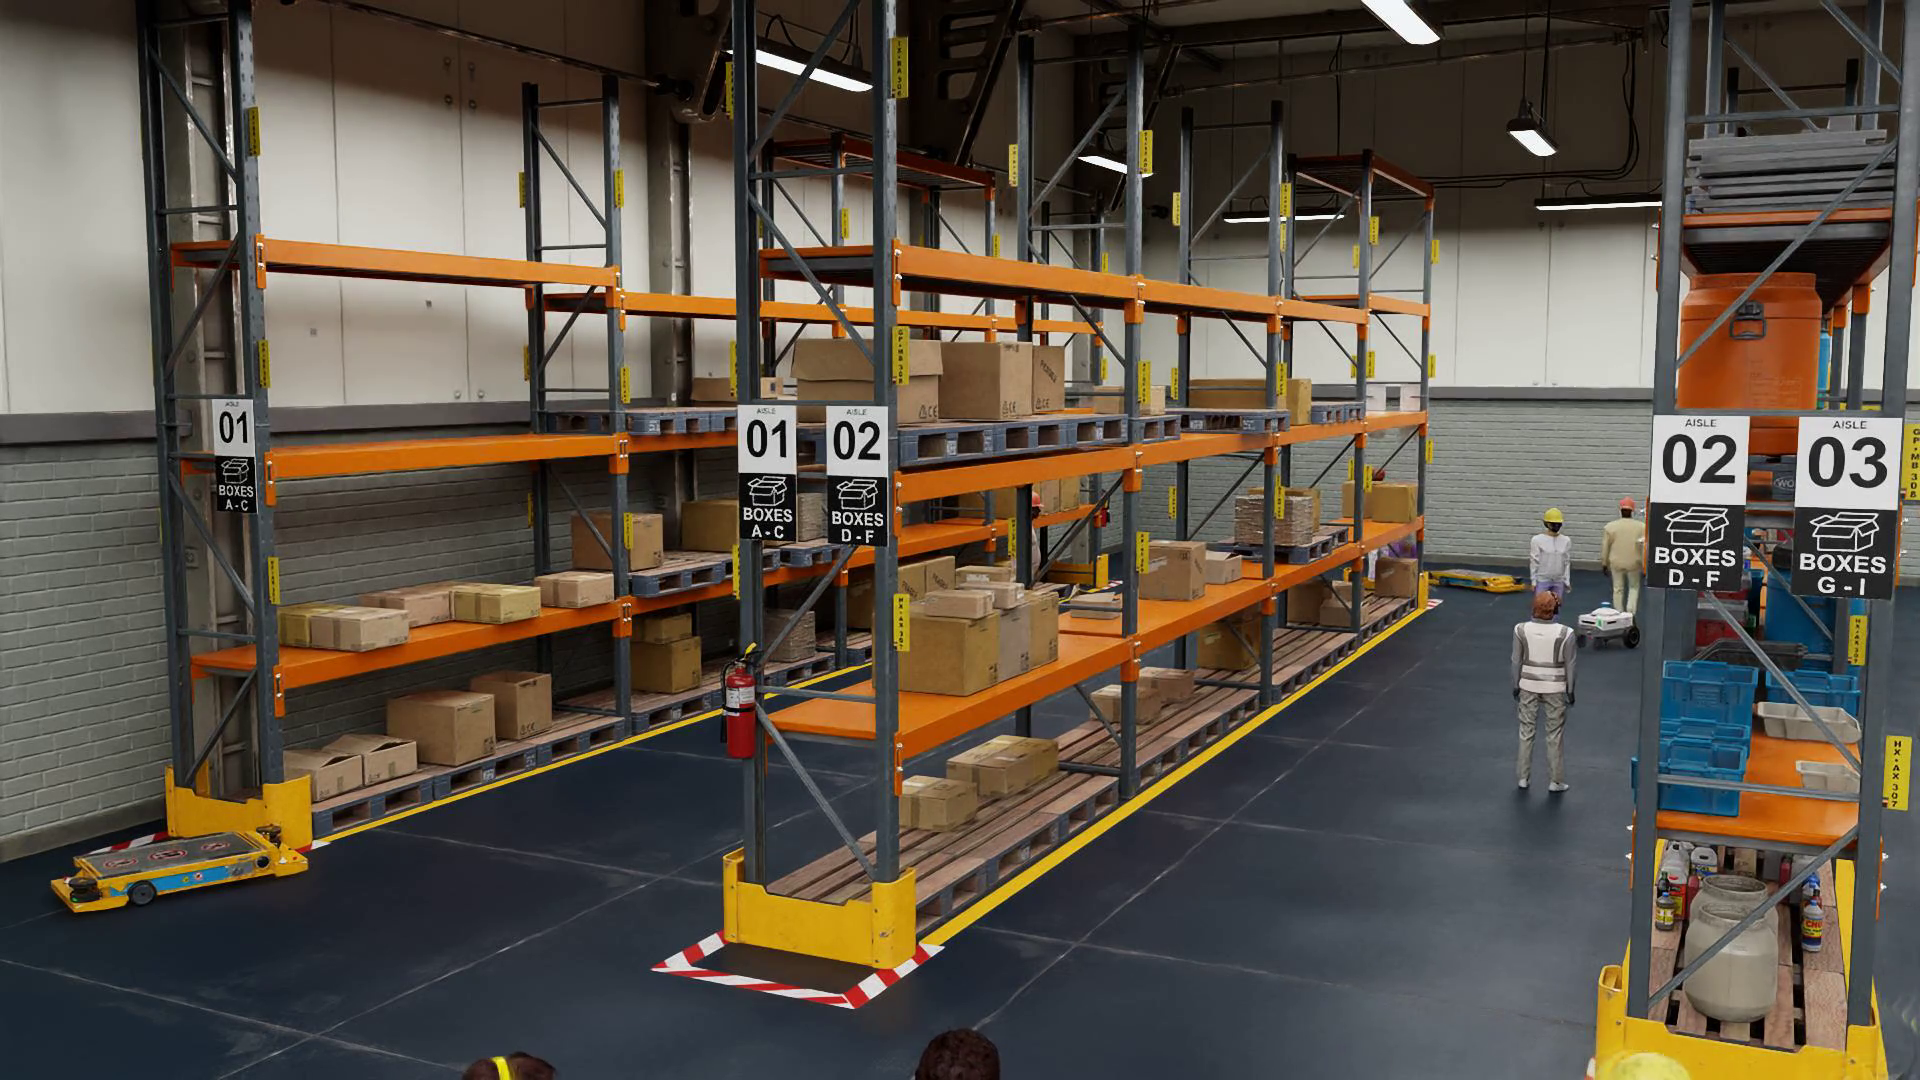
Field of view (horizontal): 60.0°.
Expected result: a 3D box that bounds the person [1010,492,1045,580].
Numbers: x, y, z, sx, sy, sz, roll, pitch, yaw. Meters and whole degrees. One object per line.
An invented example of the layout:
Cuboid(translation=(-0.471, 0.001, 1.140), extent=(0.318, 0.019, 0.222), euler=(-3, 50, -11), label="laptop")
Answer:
Cuboid(translation=(0.796, 0.420, 19.671), extent=(0.402, 1.987, 0.618), euler=(0, 6, 2), label="person")

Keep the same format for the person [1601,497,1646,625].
Cuboid(translation=(8.824, 0.294, 22.064), extent=(0.590, 1.733, 0.590), euler=(2, 6, 22), label="person")

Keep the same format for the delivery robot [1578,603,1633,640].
Cuboid(translation=(7.906, 1.010, 20.368), extent=(0.707, 0.478, 0.477), euler=(-4, 7, -34), label="delivery robot")

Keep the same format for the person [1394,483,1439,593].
Cuboid(translation=(6.823, -0.027, 25.379), extent=(0.934, 1.707, 0.568), euler=(-1, 6, -7), label="person")

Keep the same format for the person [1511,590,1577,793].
Cuboid(translation=(4.731, 1.227, 13.488), extent=(0.521, 1.640, 0.307), euler=(4, 7, 33), label="person")

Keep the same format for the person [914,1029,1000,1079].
Cuboid(translation=(-0.007, 2.085, 3.832), extent=(0.590, 1.913, 0.393), euler=(0, 6, 3), label="person")

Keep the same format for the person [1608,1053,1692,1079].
Cuboid(translation=(1.679, 2.131, 4.299), extent=(0.437, 1.718, 0.549), euler=(3, 7, 31), label="person")

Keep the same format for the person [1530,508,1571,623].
Cuboid(translation=(7.084, 0.499, 19.954), extent=(0.523, 1.769, 0.317), euler=(-1, 6, -10), label="person")

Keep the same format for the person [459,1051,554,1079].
Cuboid(translation=(-1.047, 2.104, 3.866), extent=(0.329, 1.869, 0.511), euler=(-3, 7, -28), label="person")

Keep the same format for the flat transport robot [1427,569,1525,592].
Cuboid(translation=(8.023, 0.620, 25.974), extent=(0.652, 0.197, 1.431), euler=(-4, 7, -34), label="flat transport robot")

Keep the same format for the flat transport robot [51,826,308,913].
Cuboid(translation=(-5.154, 2.159, 11.009), extent=(1.431, 0.197, 0.652), euler=(-5, 8, -40), label="flat transport robot")
